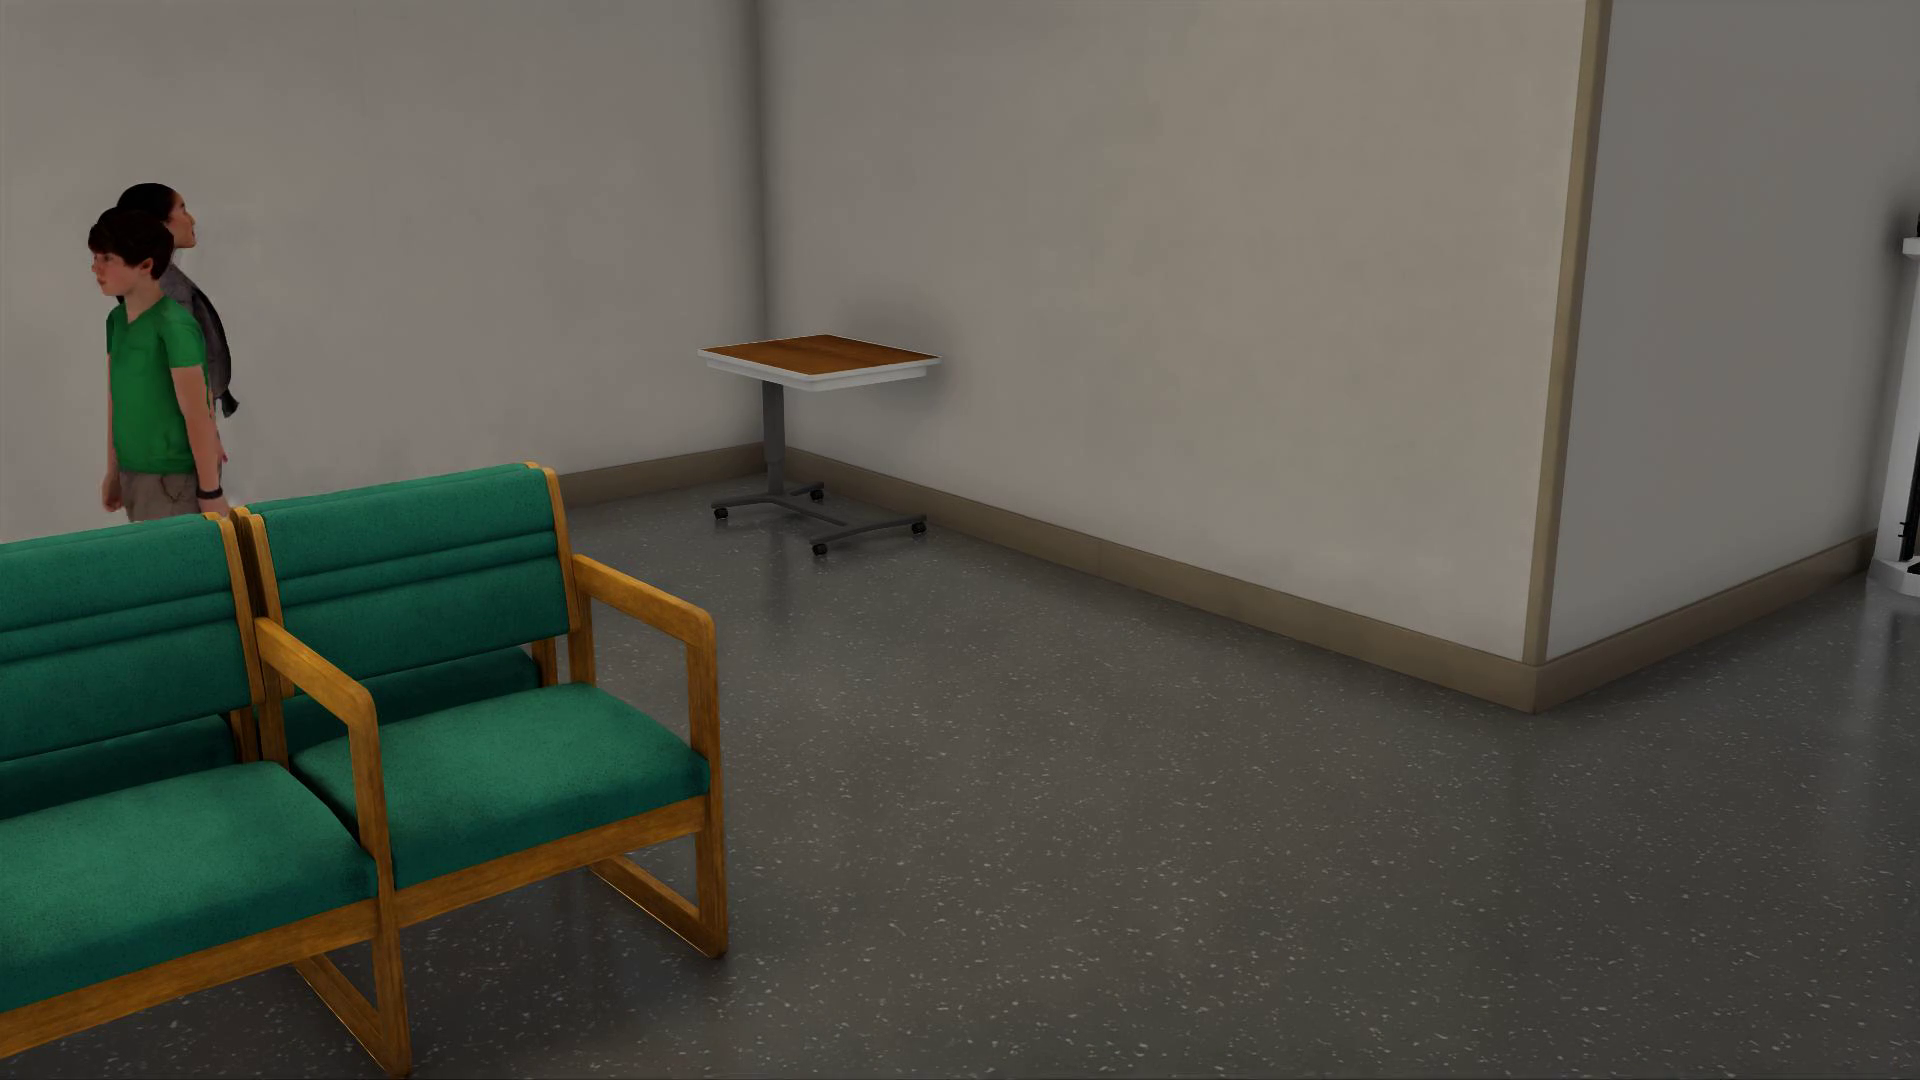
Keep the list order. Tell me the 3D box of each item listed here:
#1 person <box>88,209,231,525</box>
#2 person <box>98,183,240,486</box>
[{"bbox_3d":[-2.391,-0.198,5.191,0.978,1.629,0.727,13,20,39],"label":"person"},{"bbox_3d":[-2.707,-0.384,5.756,0.689,1.678,0.544,-15,22,-43],"label":"person"}]
